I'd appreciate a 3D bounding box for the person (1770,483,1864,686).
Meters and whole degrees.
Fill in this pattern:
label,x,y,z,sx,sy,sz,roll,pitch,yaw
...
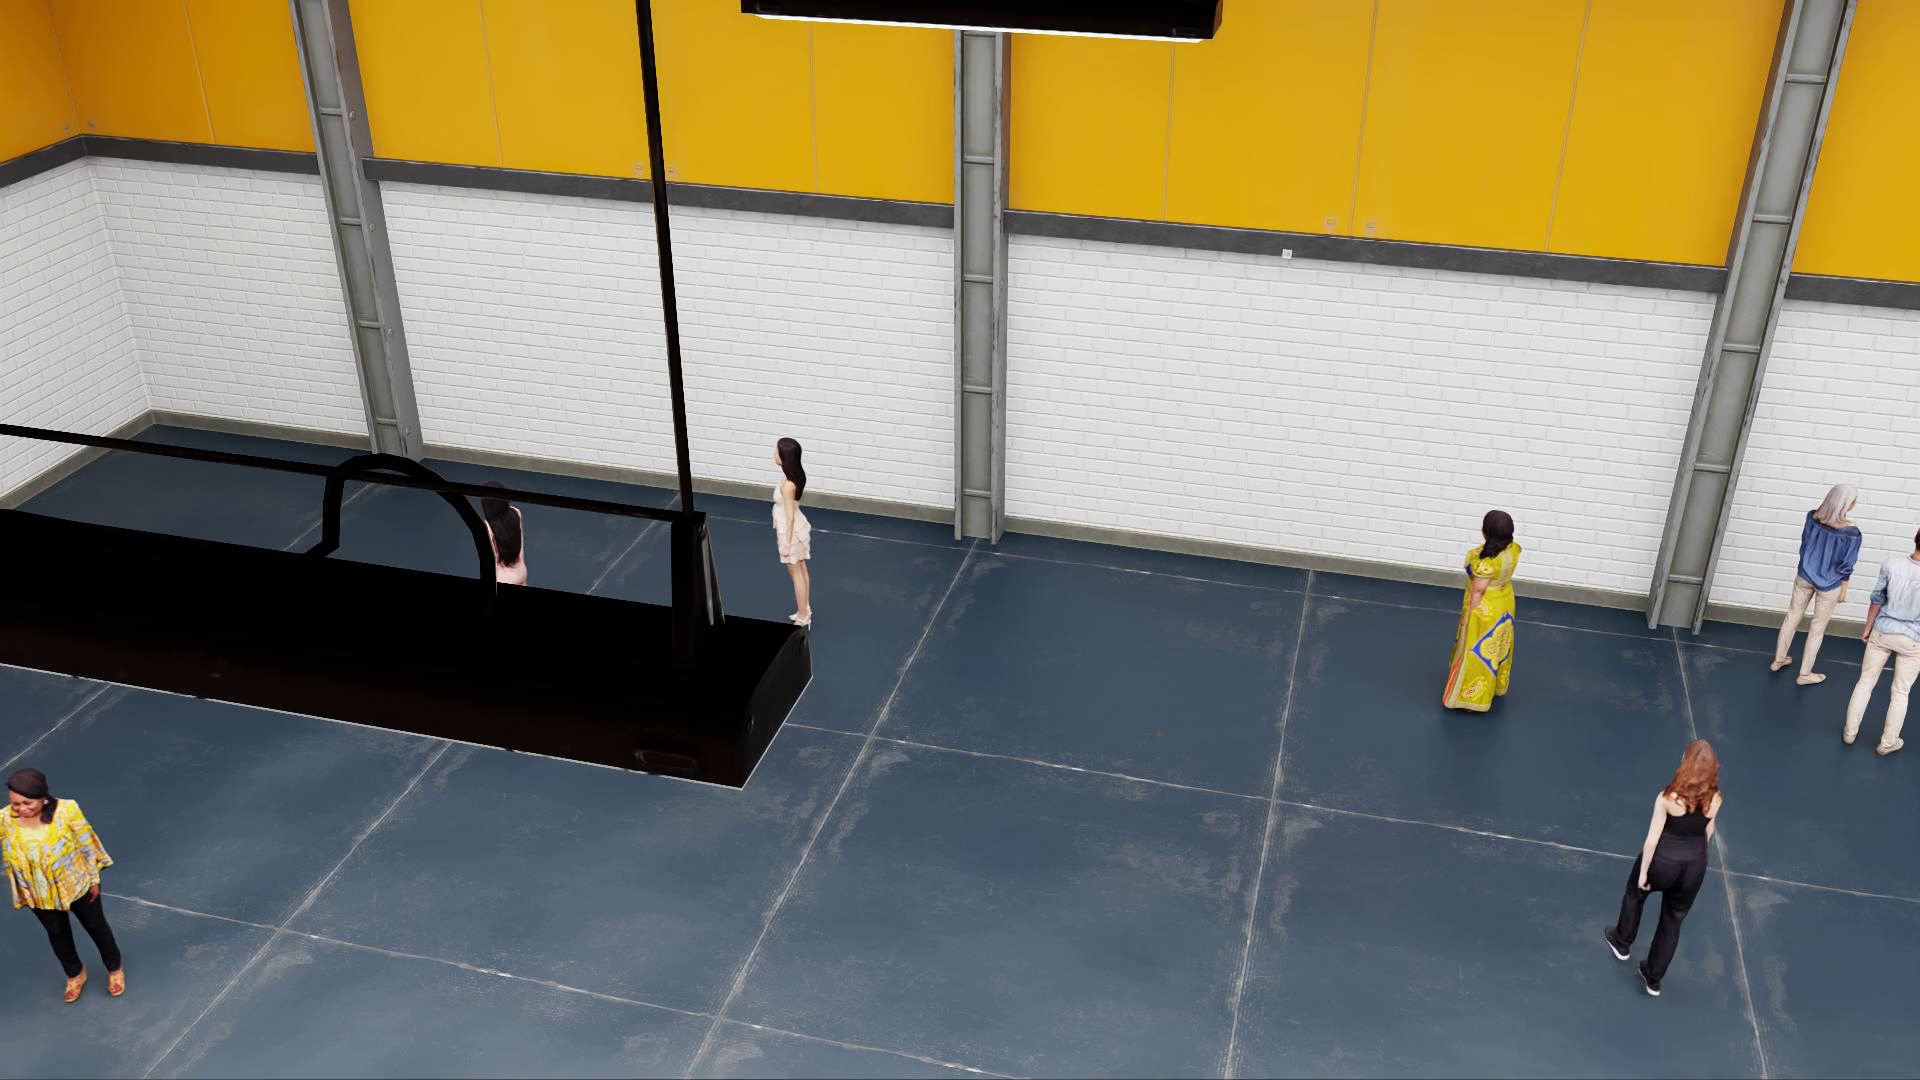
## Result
label,x,y,z,sx,sy,sz,roll,pitch,yaw
person,6.638,0.322,12.856,0.766,1.697,0.703,-16,32,-27

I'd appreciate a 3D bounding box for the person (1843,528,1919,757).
label,x,y,z,sx,sy,sz,roll,pitch,yaw
person,6.773,0.699,11.998,0.660,1.847,0.791,24,36,36

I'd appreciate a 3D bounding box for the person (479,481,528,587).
label,x,y,z,sx,sy,sz,roll,pitch,yaw
person,-3.494,0.322,12.822,0.559,1.720,0.649,11,31,20

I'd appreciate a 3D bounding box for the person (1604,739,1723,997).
label,x,y,z,sx,sy,sz,roll,pitch,yaw
person,4.233,1.971,9.788,0.763,1.731,0.735,2,29,3

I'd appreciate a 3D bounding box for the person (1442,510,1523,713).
label,x,y,z,sx,sy,sz,roll,pitch,yaw
person,3.964,0.520,12.534,0.997,1.659,1.011,-23,36,-36

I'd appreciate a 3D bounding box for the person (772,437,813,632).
label,x,y,z,sx,sy,sz,roll,pitch,yaw
person,-1.337,-0.036,13.463,0.571,1.735,0.601,3,29,5

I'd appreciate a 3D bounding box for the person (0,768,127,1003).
label,x,y,z,sx,sy,sz,roll,pitch,yaw
person,-5.292,2.016,9.788,0.848,1.652,0.920,-7,29,-12
